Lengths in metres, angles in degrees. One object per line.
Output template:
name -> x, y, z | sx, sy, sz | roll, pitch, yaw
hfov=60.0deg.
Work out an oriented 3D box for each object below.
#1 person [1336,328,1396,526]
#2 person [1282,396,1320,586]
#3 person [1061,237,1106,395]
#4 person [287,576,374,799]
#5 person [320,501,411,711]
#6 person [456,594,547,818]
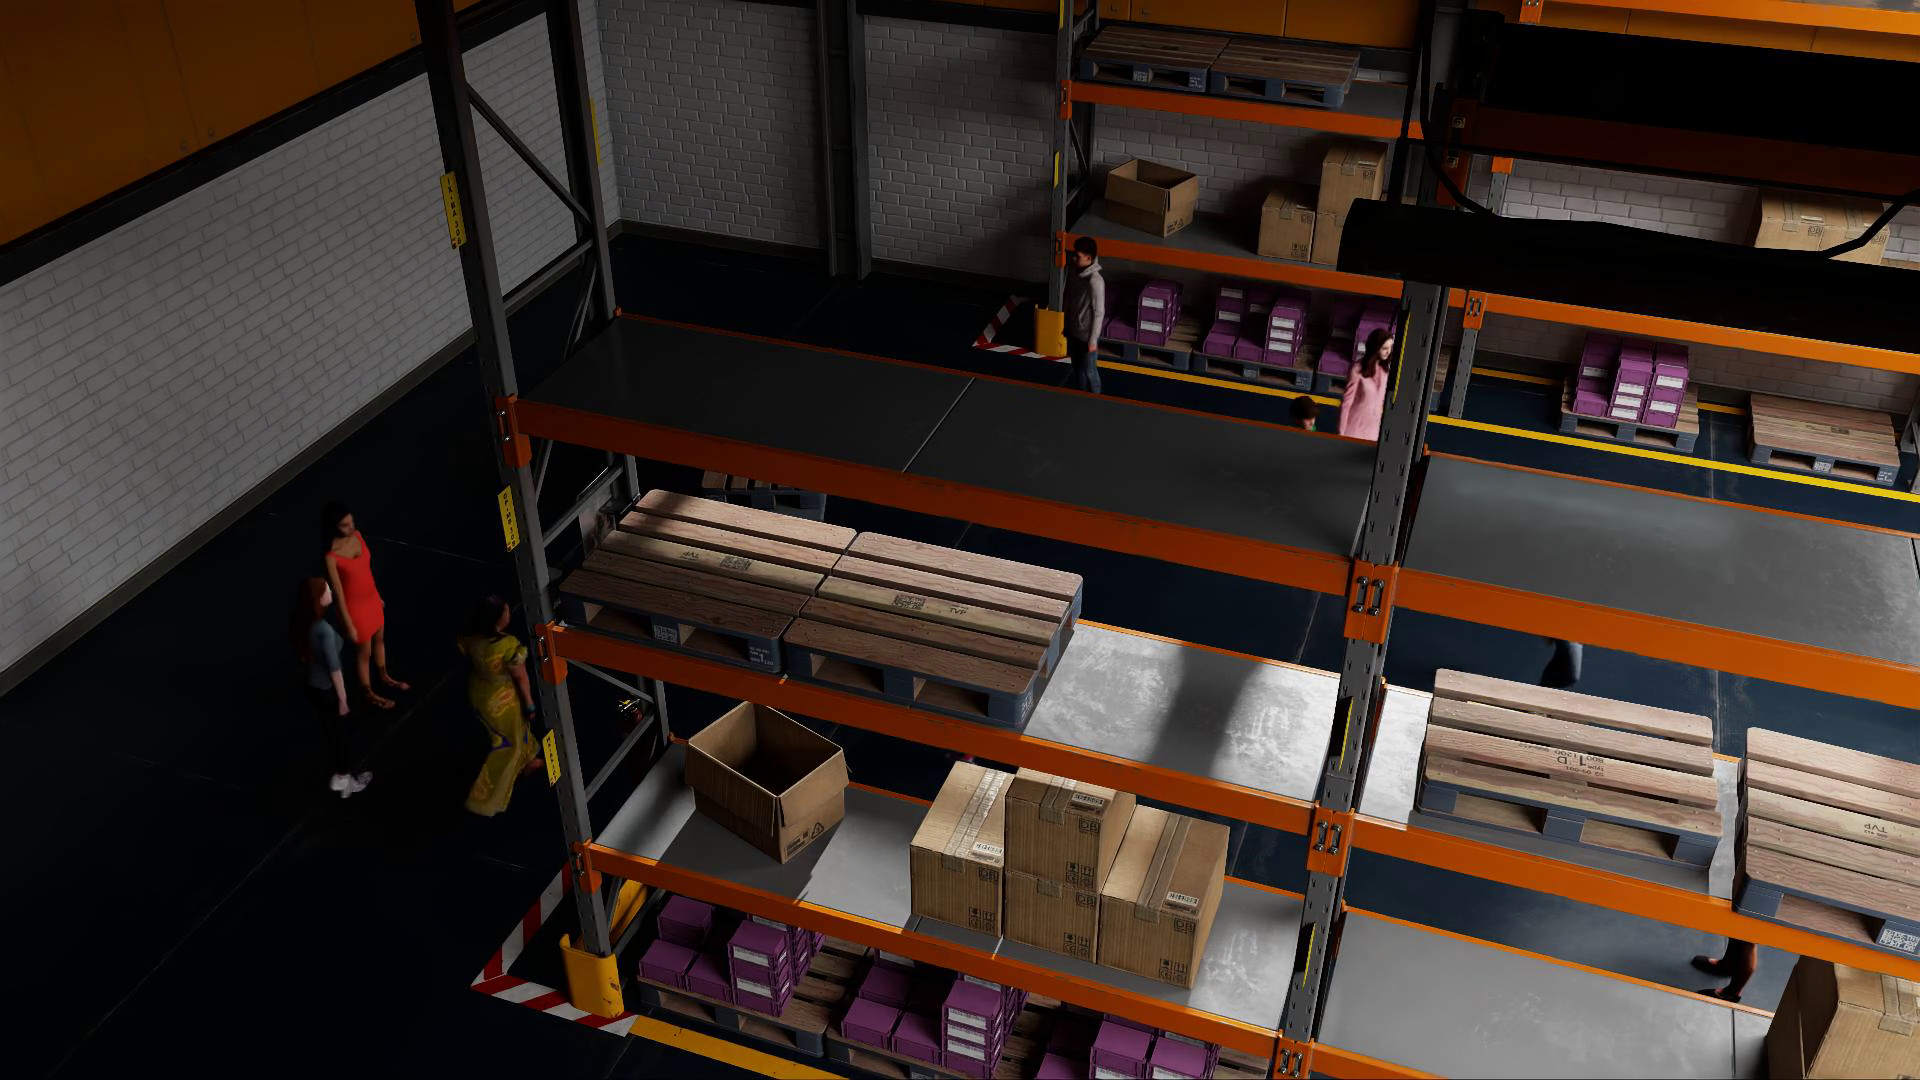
person -> 3.313, -0.963, 13.907 | 0.839, 1.793, 0.898 | -16, 37, -22
person -> 2.560, -0.473, 13.311 | 0.720, 1.636, 0.787 | -27, 42, -34
person -> 1.157, -1.930, 15.309 | 0.815, 1.851, 0.739 | -17, 37, -24
person -> -4.234, 1.029, 10.965 | 0.648, 1.732, 0.726 | 22, 40, 30
person -> -4.289, 0.462, 11.831 | 0.568, 1.717, 0.621 | 6, 34, 9
person -> -3.072, 1.119, 10.927 | 1.115, 1.624, 0.906 | 15, 37, 22
